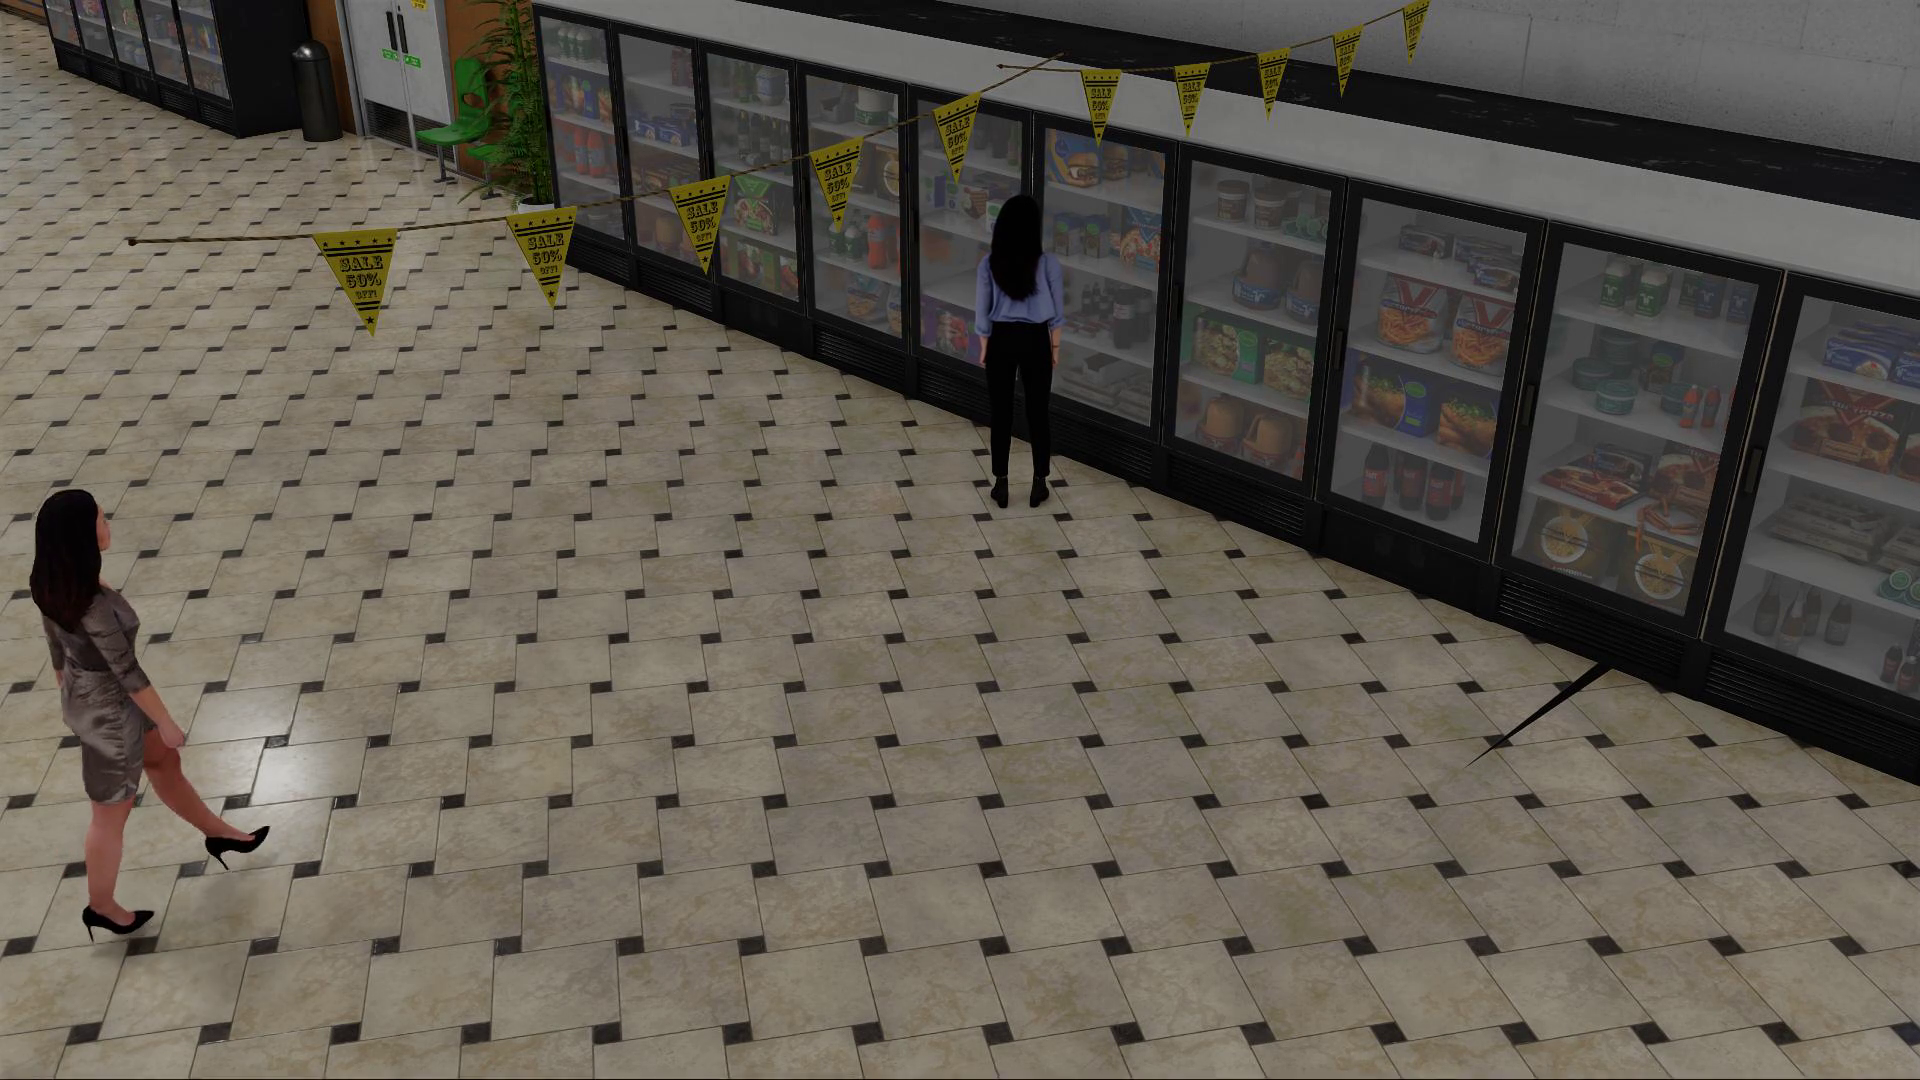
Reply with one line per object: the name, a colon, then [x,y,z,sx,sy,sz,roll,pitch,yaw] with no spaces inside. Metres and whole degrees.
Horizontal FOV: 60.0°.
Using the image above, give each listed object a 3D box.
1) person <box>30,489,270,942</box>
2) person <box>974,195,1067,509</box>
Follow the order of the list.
person: [-3.006,0.672,5.720,0.647,1.710,0.961,22,34,36]
person: [0.315,-1.004,8.989,0.716,1.743,0.766,1,27,2]
